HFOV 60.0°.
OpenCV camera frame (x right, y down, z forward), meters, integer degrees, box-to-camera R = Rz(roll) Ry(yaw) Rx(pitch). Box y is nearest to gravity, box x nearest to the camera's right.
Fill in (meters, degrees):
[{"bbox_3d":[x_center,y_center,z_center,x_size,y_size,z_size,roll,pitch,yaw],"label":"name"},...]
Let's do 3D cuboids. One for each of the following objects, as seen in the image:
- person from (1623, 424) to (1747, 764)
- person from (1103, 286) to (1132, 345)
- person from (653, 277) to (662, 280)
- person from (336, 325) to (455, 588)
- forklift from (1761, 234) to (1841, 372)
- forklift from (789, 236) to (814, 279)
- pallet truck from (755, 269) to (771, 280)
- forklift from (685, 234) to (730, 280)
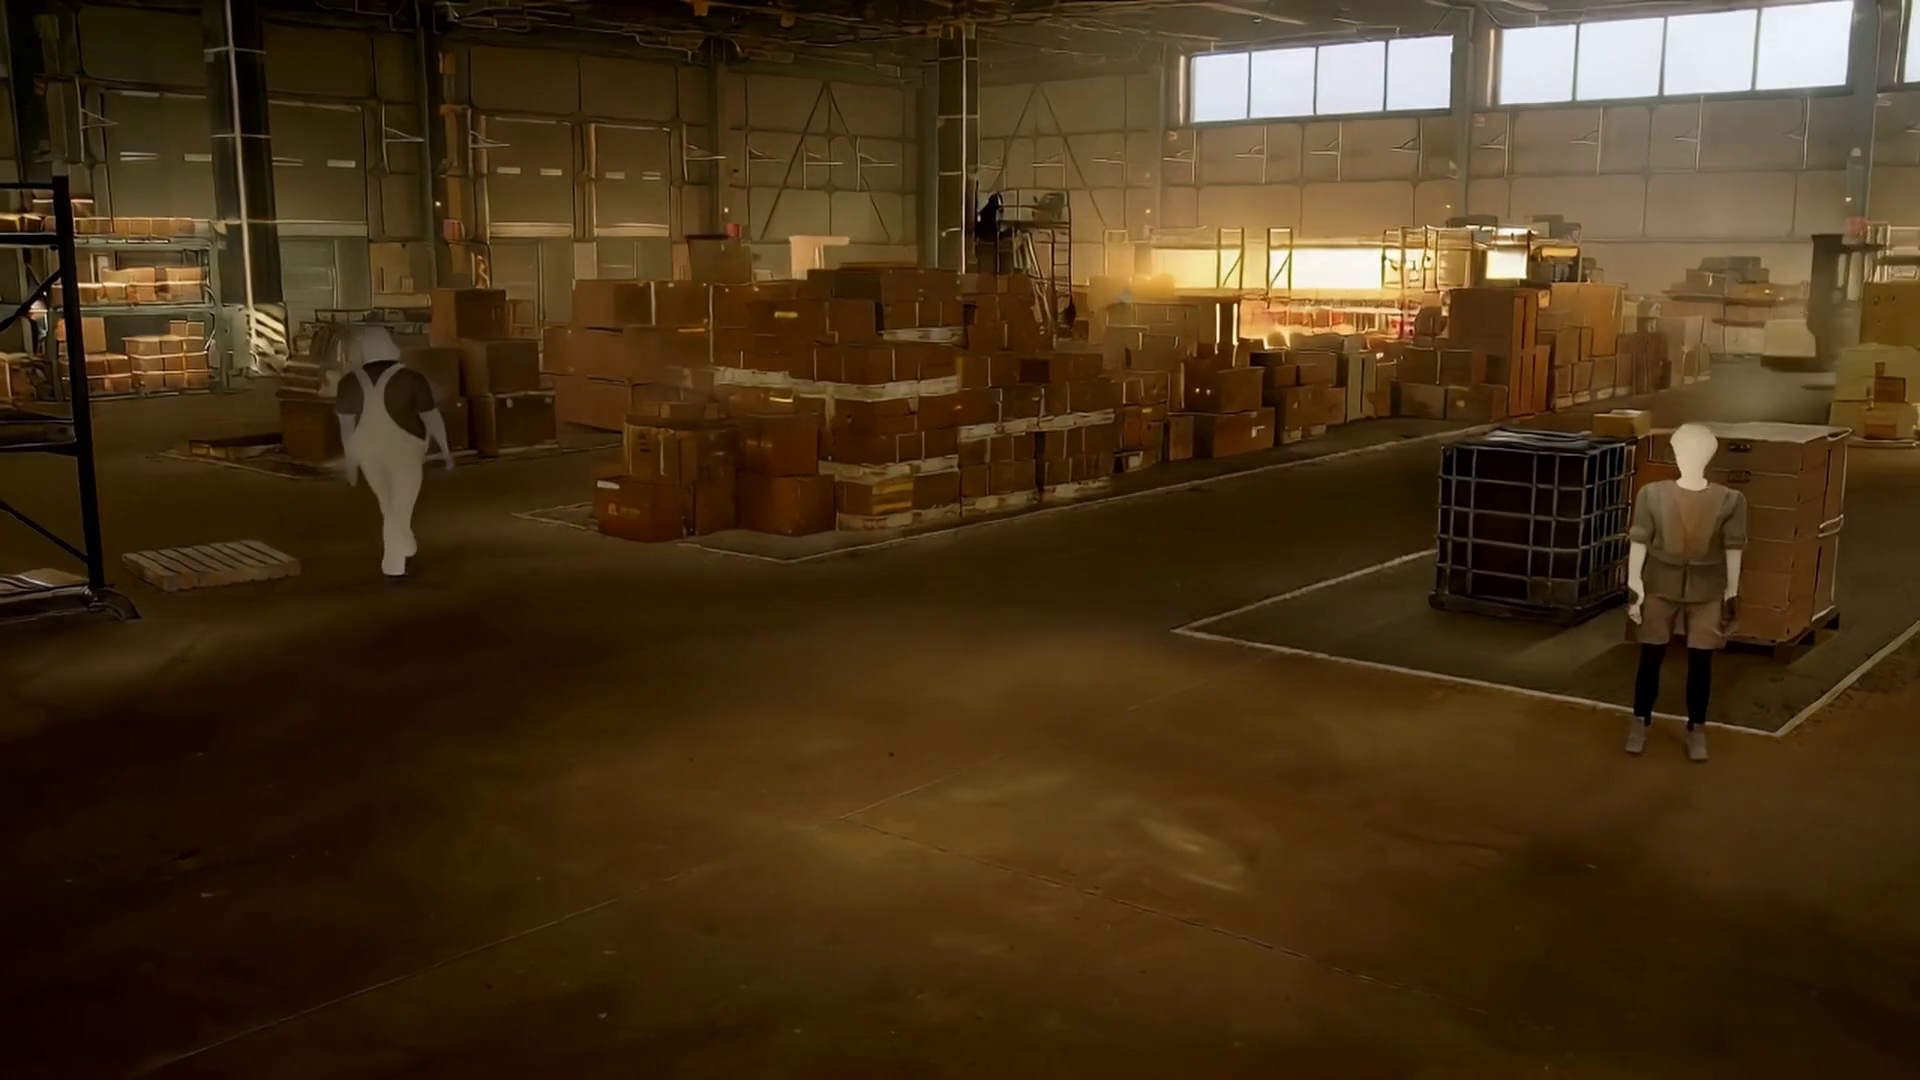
[{"bbox_3d":[3.581,0.266,8.244,0.540,1.695,0.317,4,11,23],"label":"person"},{"bbox_3d":[2.753,-3.283,27.834,0.760,1.908,0.643,-9,14,-43],"label":"person"},{"bbox_3d":[-6.518,-4.725,36.017,0.634,1.930,0.384,-5,11,-25],"label":"person"},{"bbox_3d":[-4.301,-0.692,12.718,0.756,2.000,1.066,1,10,7],"label":"person"},{"bbox_3d":[17.692,-4.881,34.183,1.873,2.768,1.129,8,13,40],"label":"forklift"},{"bbox_3d":[-3.776,-5.883,39.886,1.873,2.768,1.129,2,10,12],"label":"forklift"},{"bbox_3d":[-4.996,-6.432,45.525,1.885,1.965,0.823,-6,12,-32],"label":"pallet truck"},{"bbox_3d":[-5.029,-4.728,33.312,1.129,2.768,1.873,7,12,35],"label":"forklift"}]
